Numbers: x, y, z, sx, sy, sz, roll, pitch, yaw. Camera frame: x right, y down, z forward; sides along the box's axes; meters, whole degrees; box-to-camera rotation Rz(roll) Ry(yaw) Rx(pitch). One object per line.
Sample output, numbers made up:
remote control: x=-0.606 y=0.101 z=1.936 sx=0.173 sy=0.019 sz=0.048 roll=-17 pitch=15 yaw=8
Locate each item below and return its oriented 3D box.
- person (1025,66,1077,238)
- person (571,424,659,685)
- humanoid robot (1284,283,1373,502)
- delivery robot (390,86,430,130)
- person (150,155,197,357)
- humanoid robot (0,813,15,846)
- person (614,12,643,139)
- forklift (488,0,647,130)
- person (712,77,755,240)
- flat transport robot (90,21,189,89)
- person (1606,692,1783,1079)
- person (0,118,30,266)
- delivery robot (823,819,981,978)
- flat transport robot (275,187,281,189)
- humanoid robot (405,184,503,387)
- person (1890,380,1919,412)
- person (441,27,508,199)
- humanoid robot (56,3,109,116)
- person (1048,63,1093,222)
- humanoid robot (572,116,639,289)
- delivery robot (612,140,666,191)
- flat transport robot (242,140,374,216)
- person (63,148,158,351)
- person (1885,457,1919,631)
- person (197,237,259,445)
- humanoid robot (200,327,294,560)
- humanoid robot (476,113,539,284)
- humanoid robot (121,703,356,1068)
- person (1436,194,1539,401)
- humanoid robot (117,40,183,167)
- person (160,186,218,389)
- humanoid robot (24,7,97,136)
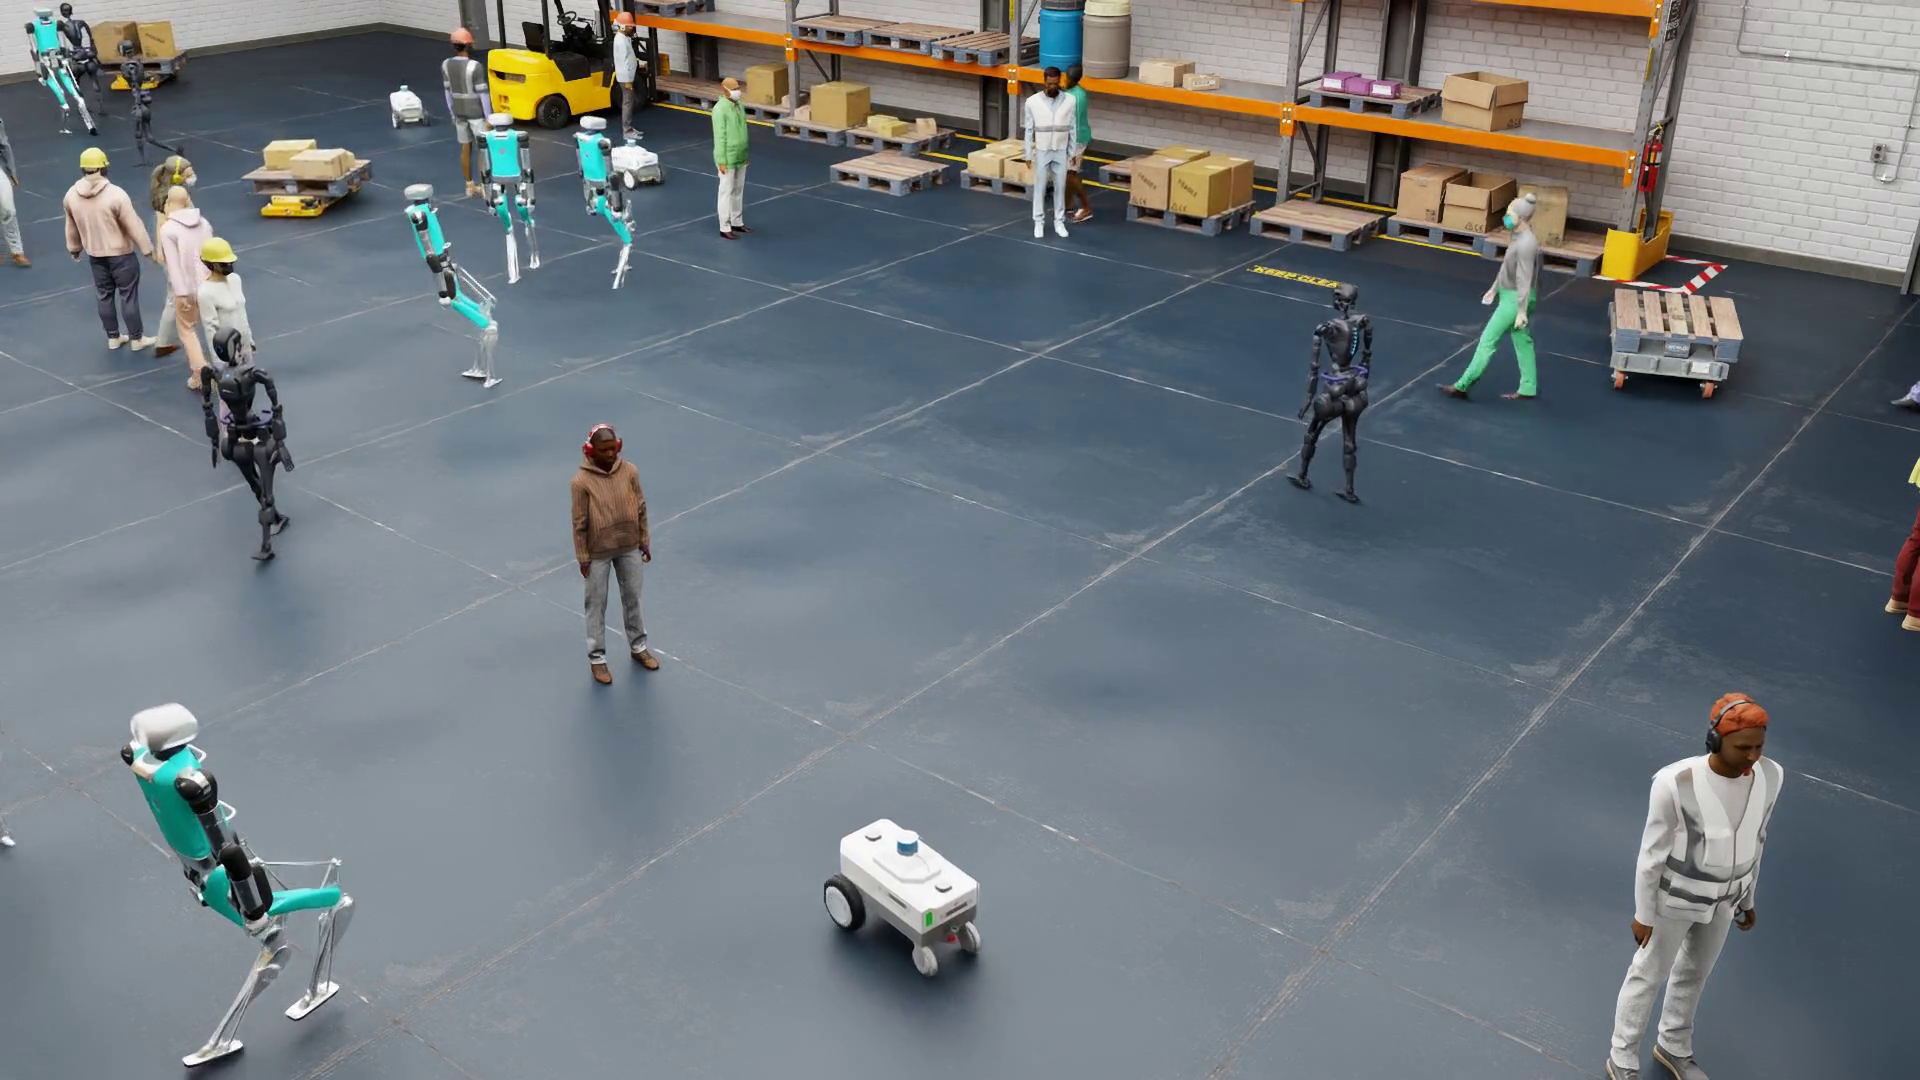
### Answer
person: x=1.022 y=-4.380 z=18.760 sx=0.597 sy=1.910 sz=0.403 roll=-5 pitch=26 yaw=-10
person: x=-2.063 y=0.063 z=9.859 sx=0.460 sy=1.644 sz=0.314 roll=-16 pitch=30 yaw=-29
humanoid robot: x=2.763 y=-1.118 z=12.279 sx=0.588 sy=1.639 sz=0.654 roll=-13 pitch=29 yaw=-25
delivery robot: x=-8.104 y=-6.351 z=24.372 sx=0.499 sy=0.575 sz=0.754 roll=-12 pitch=28 yaw=-24
person: x=-7.107 y=-2.600 z=15.188 sx=0.820 sy=1.824 sz=0.569 roll=-12 pitch=28 yaw=-23
humanoid robot: x=-5.028 y=0.874 z=8.082 sx=0.538 sy=1.788 sz=0.783 roll=-23 pitch=34 yaw=-39
person: x=-4.673 y=-6.538 z=23.420 sx=0.347 sy=1.739 sz=0.571 roll=-5 pitch=26 yaw=-11
forklift: x=-5.874 y=-7.334 z=24.552 sx=1.214 sy=2.155 sz=2.313 roll=19 pitch=32 yaw=34
person: x=-2.565 y=-4.308 z=18.752 sx=0.383 sy=1.782 sz=0.545 roll=12 pitch=28 yaw=23
flat transport robot: x=-13.458 y=-7.666 z=27.447 sx=0.659 sy=0.231 sz=1.431 roll=-3 pitch=26 yaw=-7
person: x=2.964 y=1.457 z=6.700 sx=0.574 sy=1.882 sz=0.356 roll=-7 pitch=27 yaw=-14
person: x=-10.292 y=-3.806 z=17.571 sx=0.652 sy=1.900 sz=0.725 roll=-19 pitch=31 yaw=-34
delivery robot: x=-0.250 y=1.633 z=7.840 sx=0.499 sy=0.577 sz=0.769 roll=-21 pitch=33 yaw=-36
flat transport robot: x=-8.214 y=-4.455 z=20.796 sx=0.659 sy=0.231 sz=1.431 roll=-12 pitch=28 yaw=-23
humanoid robot: x=-4.292 y=-2.207 z=14.470 sx=0.828 sy=1.787 sz=0.590 roll=-6 pitch=26 yaw=-11
person: x=8.274 y=-1.840 z=13.622 sx=0.877 sy=1.800 sz=0.565 roll=-8 pitch=27 yaw=-17
person: x=-5.963 y=-5.215 z=20.368 sx=0.679 sy=2.033 sz=0.390 roll=11 pitch=28 yaw=21
humanoid robot: x=-13.084 y=-7.143 z=24.754 sx=0.551 sy=1.637 sz=0.612 roll=14 pitch=29 yaw=27
person: x=1.333 y=-4.664 z=19.449 sx=0.402 sy=1.826 sz=0.591 roll=-4 pitch=26 yaw=-7
humanoid robot: x=-3.516 y=-3.510 z=17.172 sx=0.530 sy=1.794 sz=0.796 roll=20 pitch=32 yaw=35
delivery robot: x=-4.132 y=-4.762 z=21.122 sx=0.499 sy=0.610 sz=0.813 roll=-23 pitch=34 yaw=-39
flat transport robot: x=-7.916 y=-4.221 z=20.313 sx=0.659 sy=0.231 sz=1.431 roll=2 pitch=26 yaw=4
person: x=-7.779 y=-2.638 z=15.212 sx=0.804 sy=1.857 sz=0.436 roll=2 pitch=26 yaw=4
person: x=6.158 y=-0.272 z=10.407 sx=0.378 sy=1.771 sz=0.470 roll=2 pitch=26 yaw=4
person: x=-5.635 y=-1.486 z=12.926 sx=0.325 sy=1.766 sz=0.532 roll=4 pitch=26 yaw=8
humanoid robot: x=-4.885 y=-0.689 z=11.426 sx=0.593 sy=1.620 sz=0.778 roll=2 pitch=26 yaw=4
humanoid robot: x=-4.665 y=-3.607 z=17.386 sx=0.542 sy=1.793 sz=0.906 roll=-2 pitch=26 yaw=-4
humanoid robot: x=-2.964 y=1.392 z=7.018 sx=0.537 sy=1.769 sz=0.906 roll=18 pitch=31 yaw=33
person: x=4.552 y=-2.040 z=14.028 sx=0.916 sy=1.803 sz=0.544 roll=9 pitch=27 yaw=19
humanoid robot: x=-10.715 y=-5.755 z=21.887 sx=0.652 sy=1.630 sz=0.613 roll=-13 pitch=28 yaw=-24
person: x=-6.547 y=-2.154 z=14.328 sx=0.494 sy=1.748 sz=0.548 roll=16 pitch=30 yaw=29
humanoid robot: x=-12.680 y=-6.582 z=23.587 sx=0.880 sy=1.834 sz=0.560 roll=18 pitch=31 yaw=32
